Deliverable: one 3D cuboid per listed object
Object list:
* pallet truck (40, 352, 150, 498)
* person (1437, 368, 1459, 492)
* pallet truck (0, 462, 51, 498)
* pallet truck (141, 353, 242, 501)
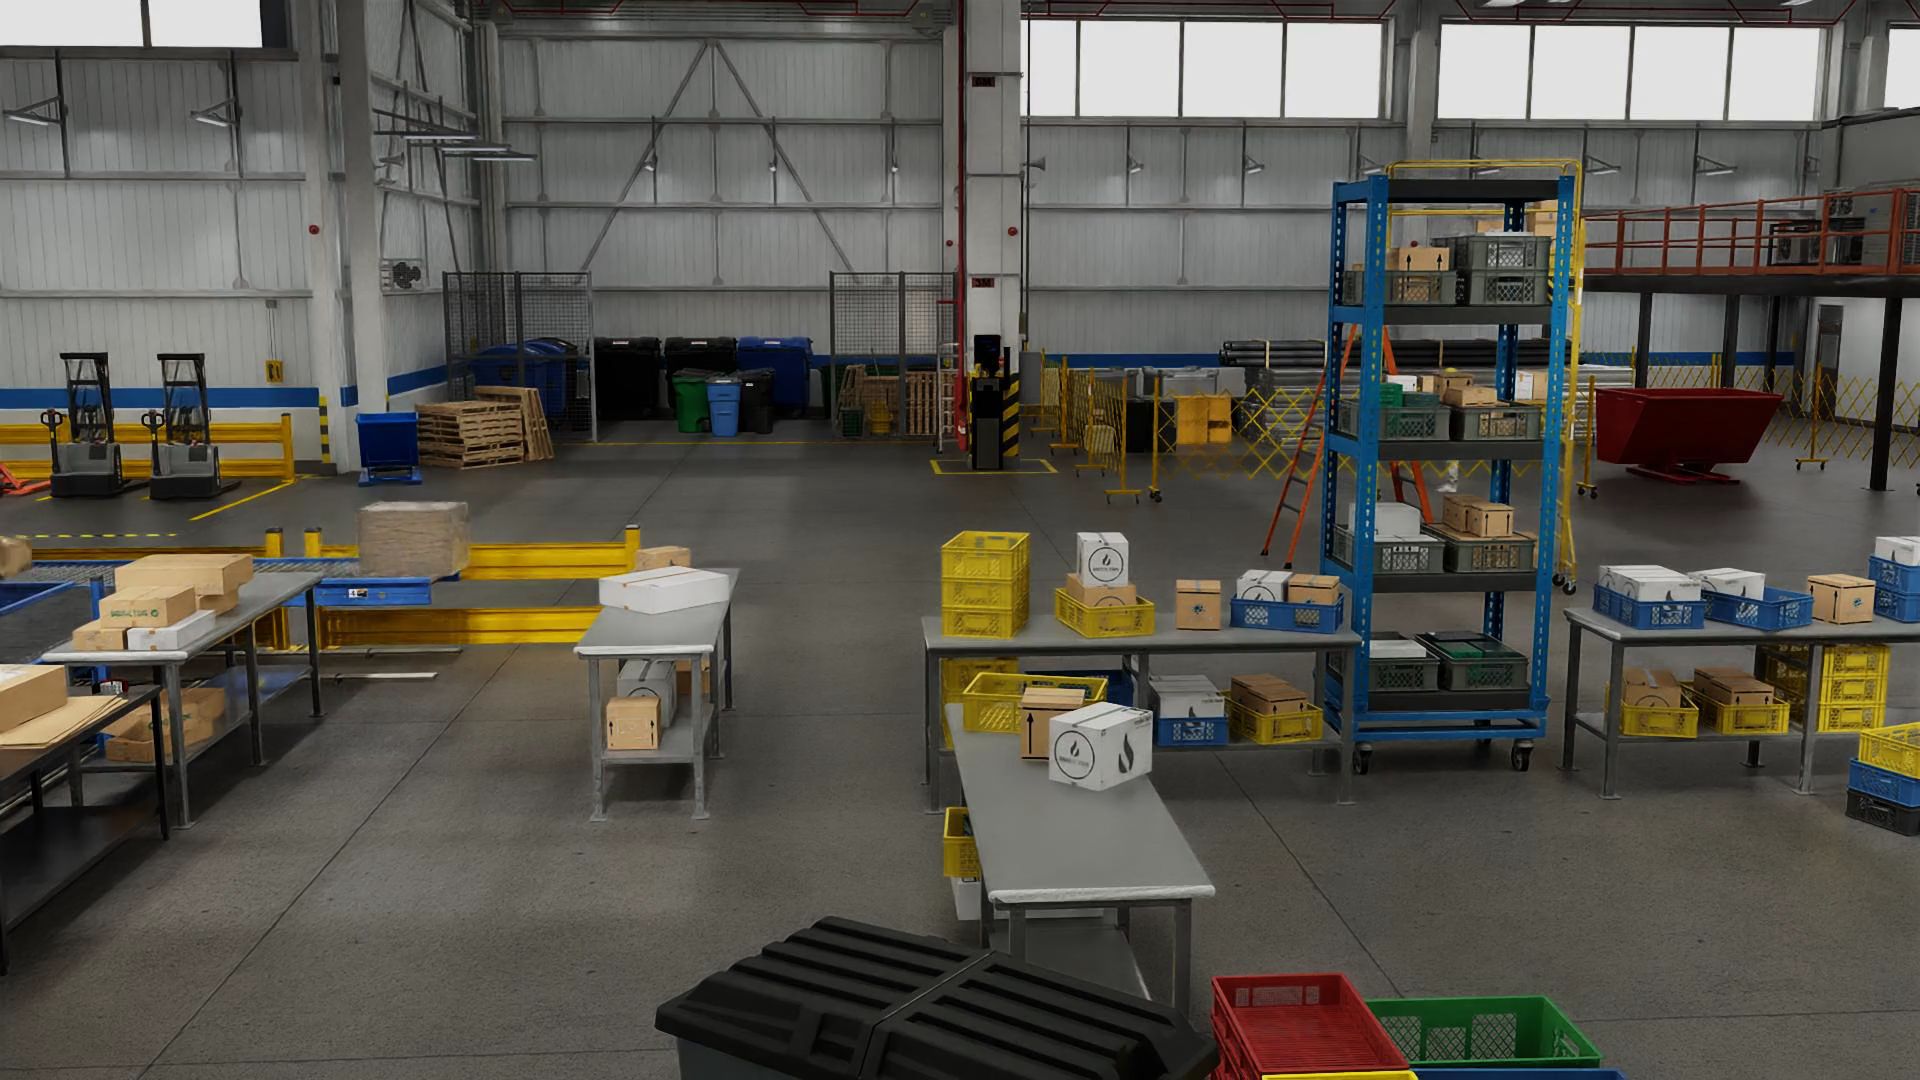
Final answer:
[{"bbox_3d":[-11.907,-1.642,23.165,0.823,1.965,1.885,0,9,0],"label":"pallet truck"},{"bbox_3d":[6.875,-1.548,23.367,0.298,1.745,0.484,3,10,20],"label":"person"},{"bbox_3d":[-13.193,-1.293,23.148,0.653,1.274,1.630,-1,9,-4],"label":"pallet truck"},{"bbox_3d":[-10.520,-1.604,22.925,0.823,1.965,1.885,-1,9,-6],"label":"pallet truck"}]
